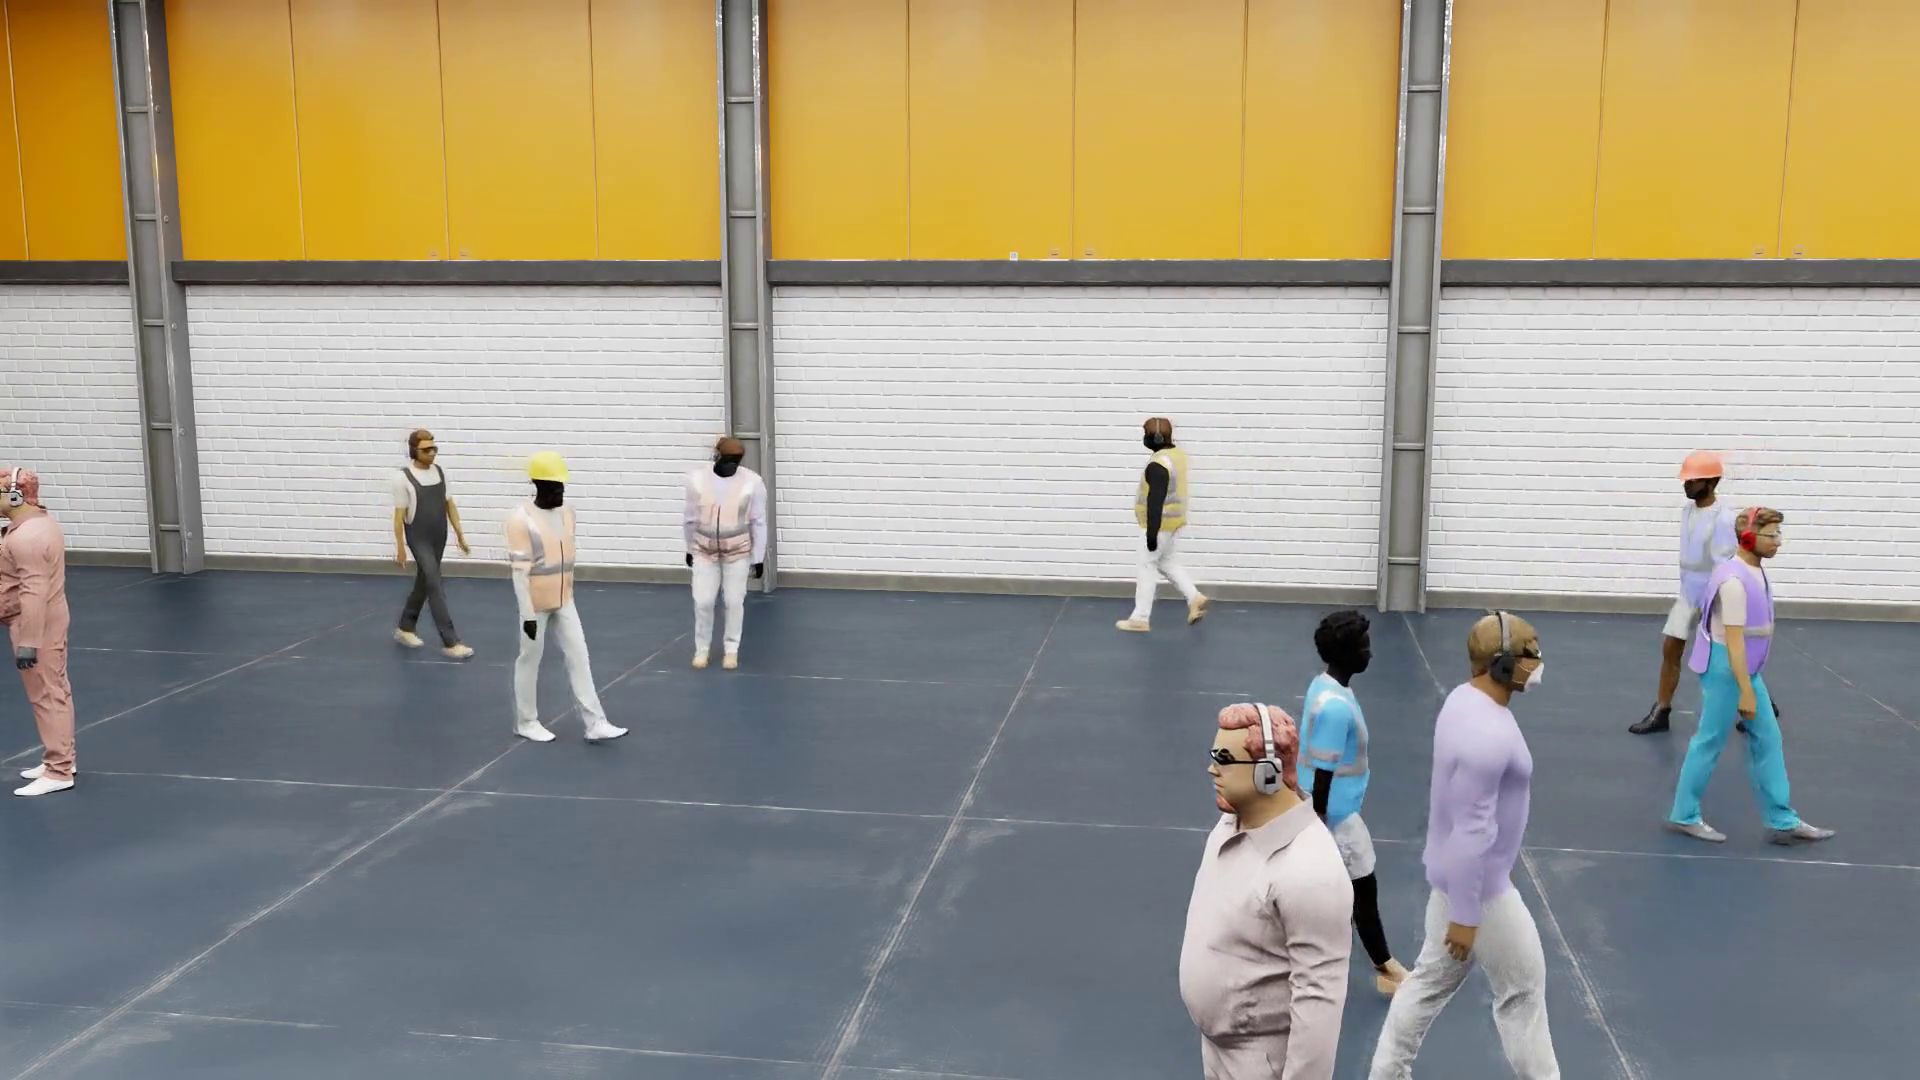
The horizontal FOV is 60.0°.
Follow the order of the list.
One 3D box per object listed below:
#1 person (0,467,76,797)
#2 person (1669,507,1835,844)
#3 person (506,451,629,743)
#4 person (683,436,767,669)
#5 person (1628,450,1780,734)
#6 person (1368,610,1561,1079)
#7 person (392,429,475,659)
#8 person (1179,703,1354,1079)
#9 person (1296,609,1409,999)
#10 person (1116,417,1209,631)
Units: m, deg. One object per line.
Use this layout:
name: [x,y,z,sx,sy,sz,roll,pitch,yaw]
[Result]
person: [-5.400,0.526,9.668,0.399,1.909,0.642,-3,10,-20]
person: [4.182,0.733,8.676,0.874,1.809,0.591,7,12,38]
person: [-2.522,0.389,10.528,0.902,1.890,0.620,5,11,30]
person: [-1.774,0.103,12.595,0.652,1.803,0.482,0,9,1]
person: [4.927,0.345,10.849,0.980,1.895,0.554,-2,9,-13]
person: [1.863,1.174,5.730,0.929,1.891,0.651,2,9,12]
person: [-4.230,0.015,13.166,0.956,1.807,0.532,5,10,28]
person: [0.784,1.368,4.476,0.403,1.906,0.651,-2,9,-10]
person: [1.527,1.094,6.960,0.902,1.649,0.544,1,9,7]
person: [1.703,-0.128,13.946,0.696,1.825,0.659,4,10,25]
